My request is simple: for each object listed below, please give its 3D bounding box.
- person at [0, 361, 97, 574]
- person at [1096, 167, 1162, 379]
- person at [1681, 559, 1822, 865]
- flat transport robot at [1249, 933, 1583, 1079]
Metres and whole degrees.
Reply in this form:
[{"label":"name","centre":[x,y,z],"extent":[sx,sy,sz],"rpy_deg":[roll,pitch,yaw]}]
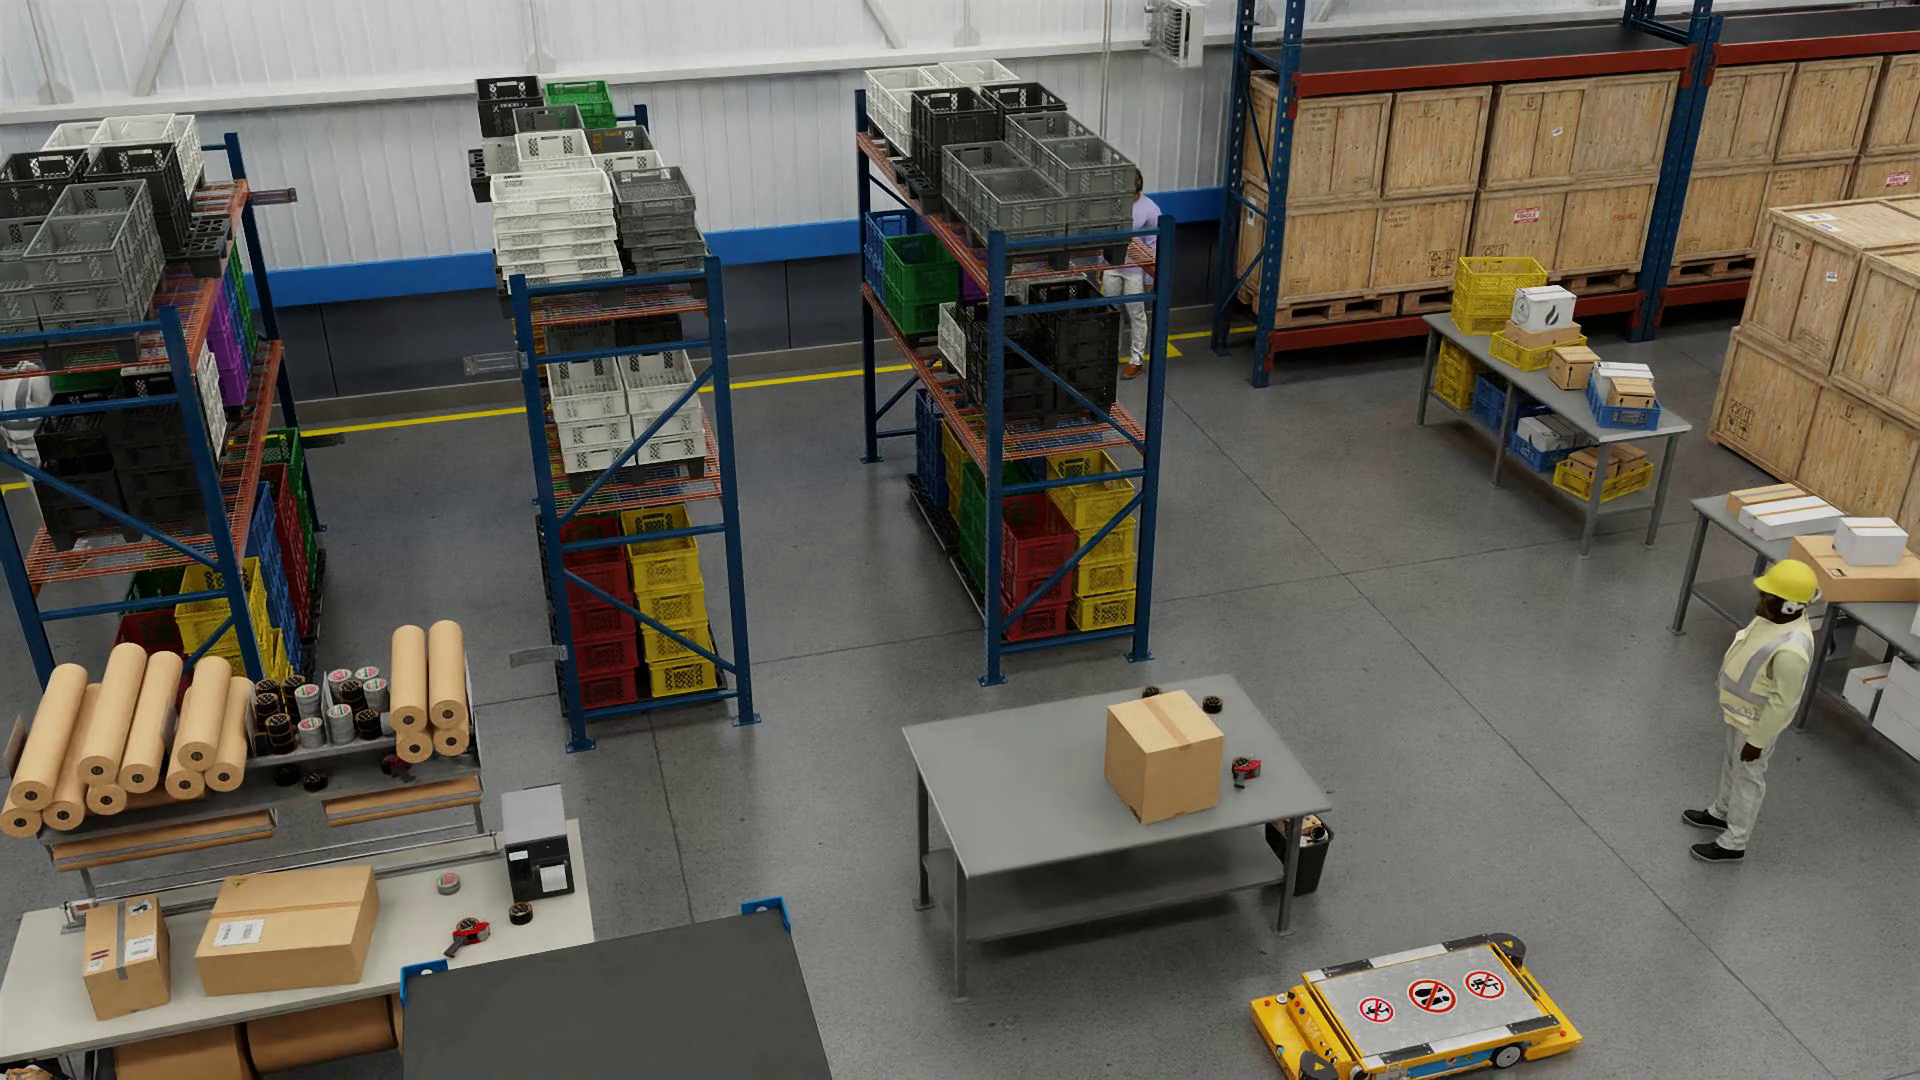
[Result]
[{"label":"person","centre":[-6.486,-0.649,11.652],"extent":[0.573,1.883,0.354],"rpy_deg":[16,32,26]},{"label":"person","centre":[1.484,-2.389,14.773],"extent":[0.625,1.933,0.375],"rpy_deg":[22,35,34]},{"label":"person","centre":[4.230,0.904,8.873],"extent":[0.404,1.837,0.588],"rpy_deg":[8,30,13]},{"label":"flat transport robot","centre":[2.184,2.282,7.980],"extent":[1.431,0.197,0.652],"rpy_deg":[-8,30,-14]}]
